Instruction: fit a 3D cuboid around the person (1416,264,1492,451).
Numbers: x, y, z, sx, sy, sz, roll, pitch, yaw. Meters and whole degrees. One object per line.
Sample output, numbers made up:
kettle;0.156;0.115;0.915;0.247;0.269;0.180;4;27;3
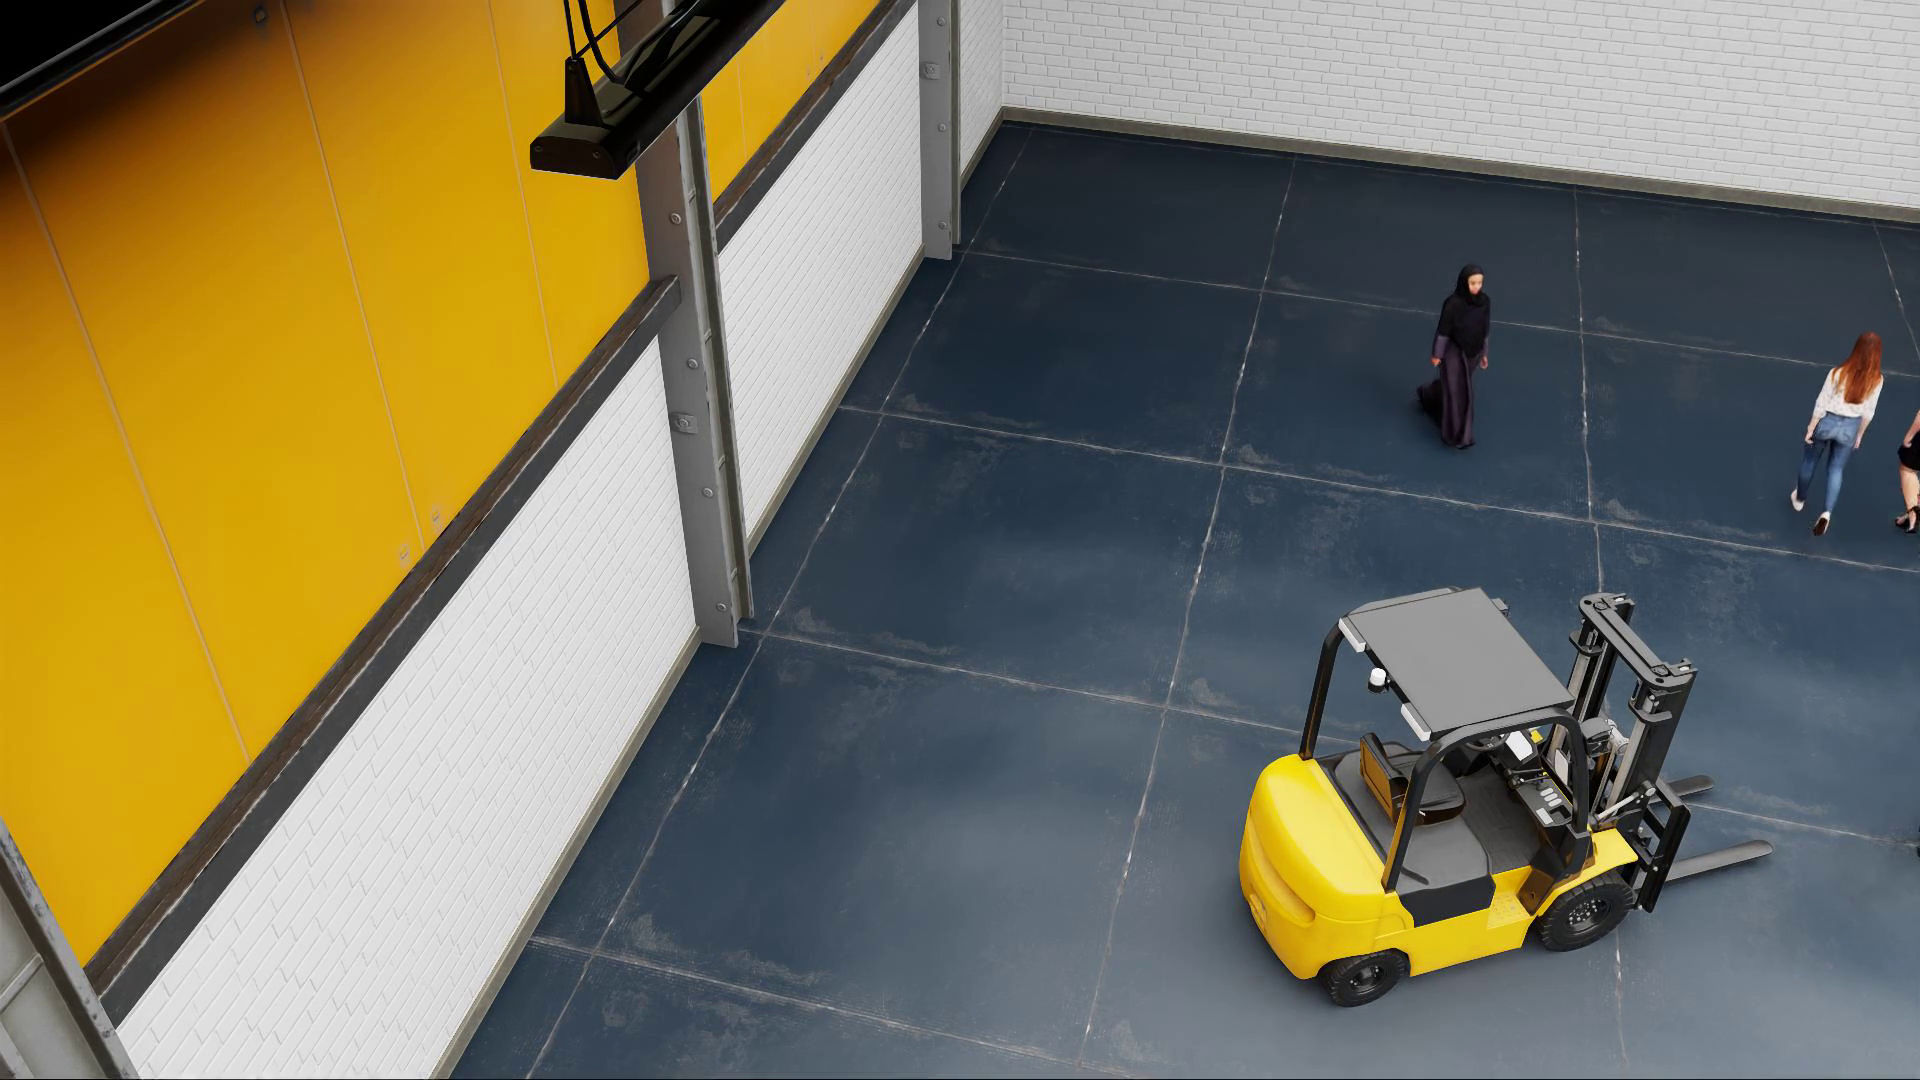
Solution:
person;4.168;-1.627;13.976;0.999;1.599;1.143;-14;41;-17

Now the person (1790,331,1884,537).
person;6.772;-0.798;12.853;0.612;1.706;0.995;12;40;14
